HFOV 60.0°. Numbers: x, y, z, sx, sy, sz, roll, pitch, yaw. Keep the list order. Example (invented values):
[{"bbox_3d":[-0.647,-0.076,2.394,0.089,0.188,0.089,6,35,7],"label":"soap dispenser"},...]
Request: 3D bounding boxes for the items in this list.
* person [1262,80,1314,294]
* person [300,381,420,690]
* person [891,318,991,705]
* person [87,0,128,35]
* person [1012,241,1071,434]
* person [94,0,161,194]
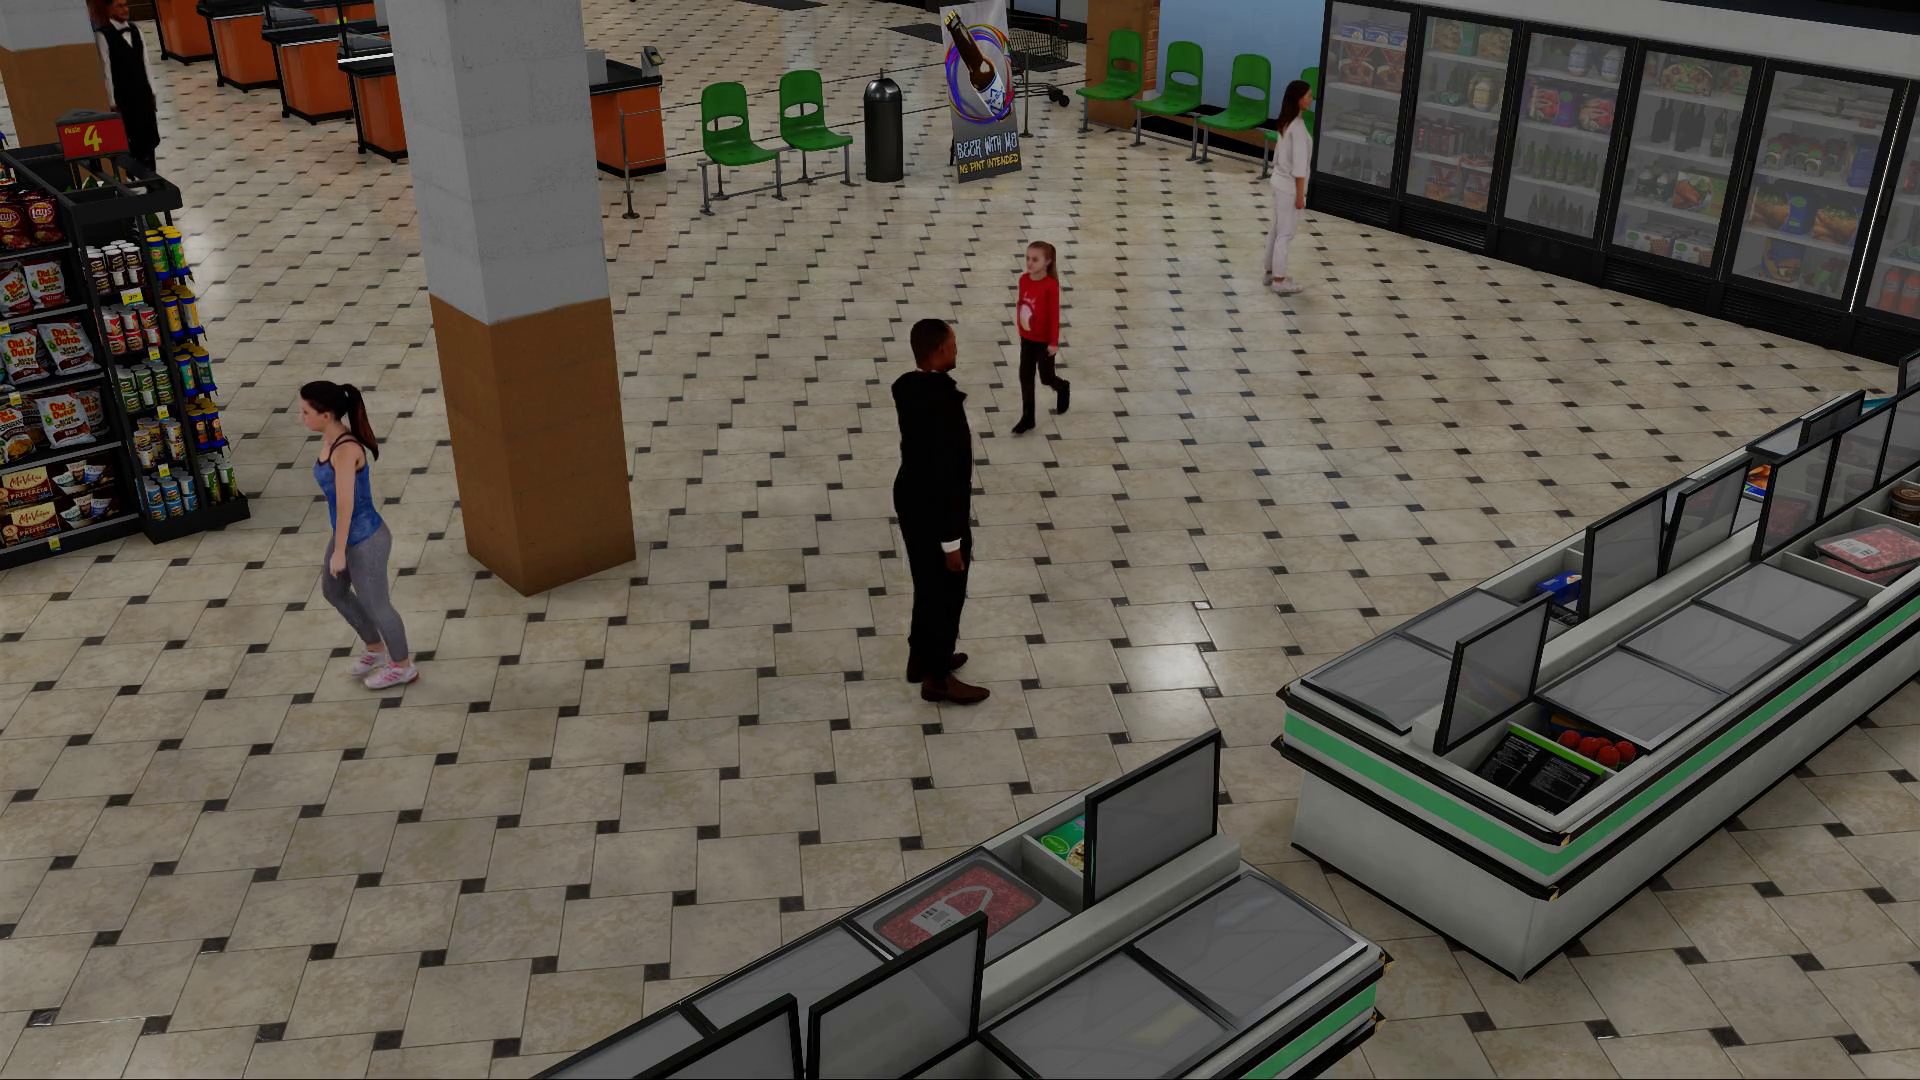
[{"bbox_3d":[2.646,-2.853,13.413,0.689,1.688,0.683,-5,27,-9],"label":"person"},{"bbox_3d":[-2.782,-0.014,7.917,0.640,1.595,0.639,-13,30,-24],"label":"person"},{"bbox_3d":[-0.128,-0.105,7.819,0.779,1.847,0.821,-7,28,-14],"label":"person"},{"bbox_3d":[-9.251,-5.275,18.186,0.729,1.691,0.721,-16,31,-28],"label":"person"},{"bbox_3d":[0.549,-1.335,10.878,0.590,1.273,0.811,20,33,34],"label":"person"},{"bbox_3d":[-8.013,-4.265,15.959,1.009,1.903,1.074,12,29,23],"label":"person"}]
